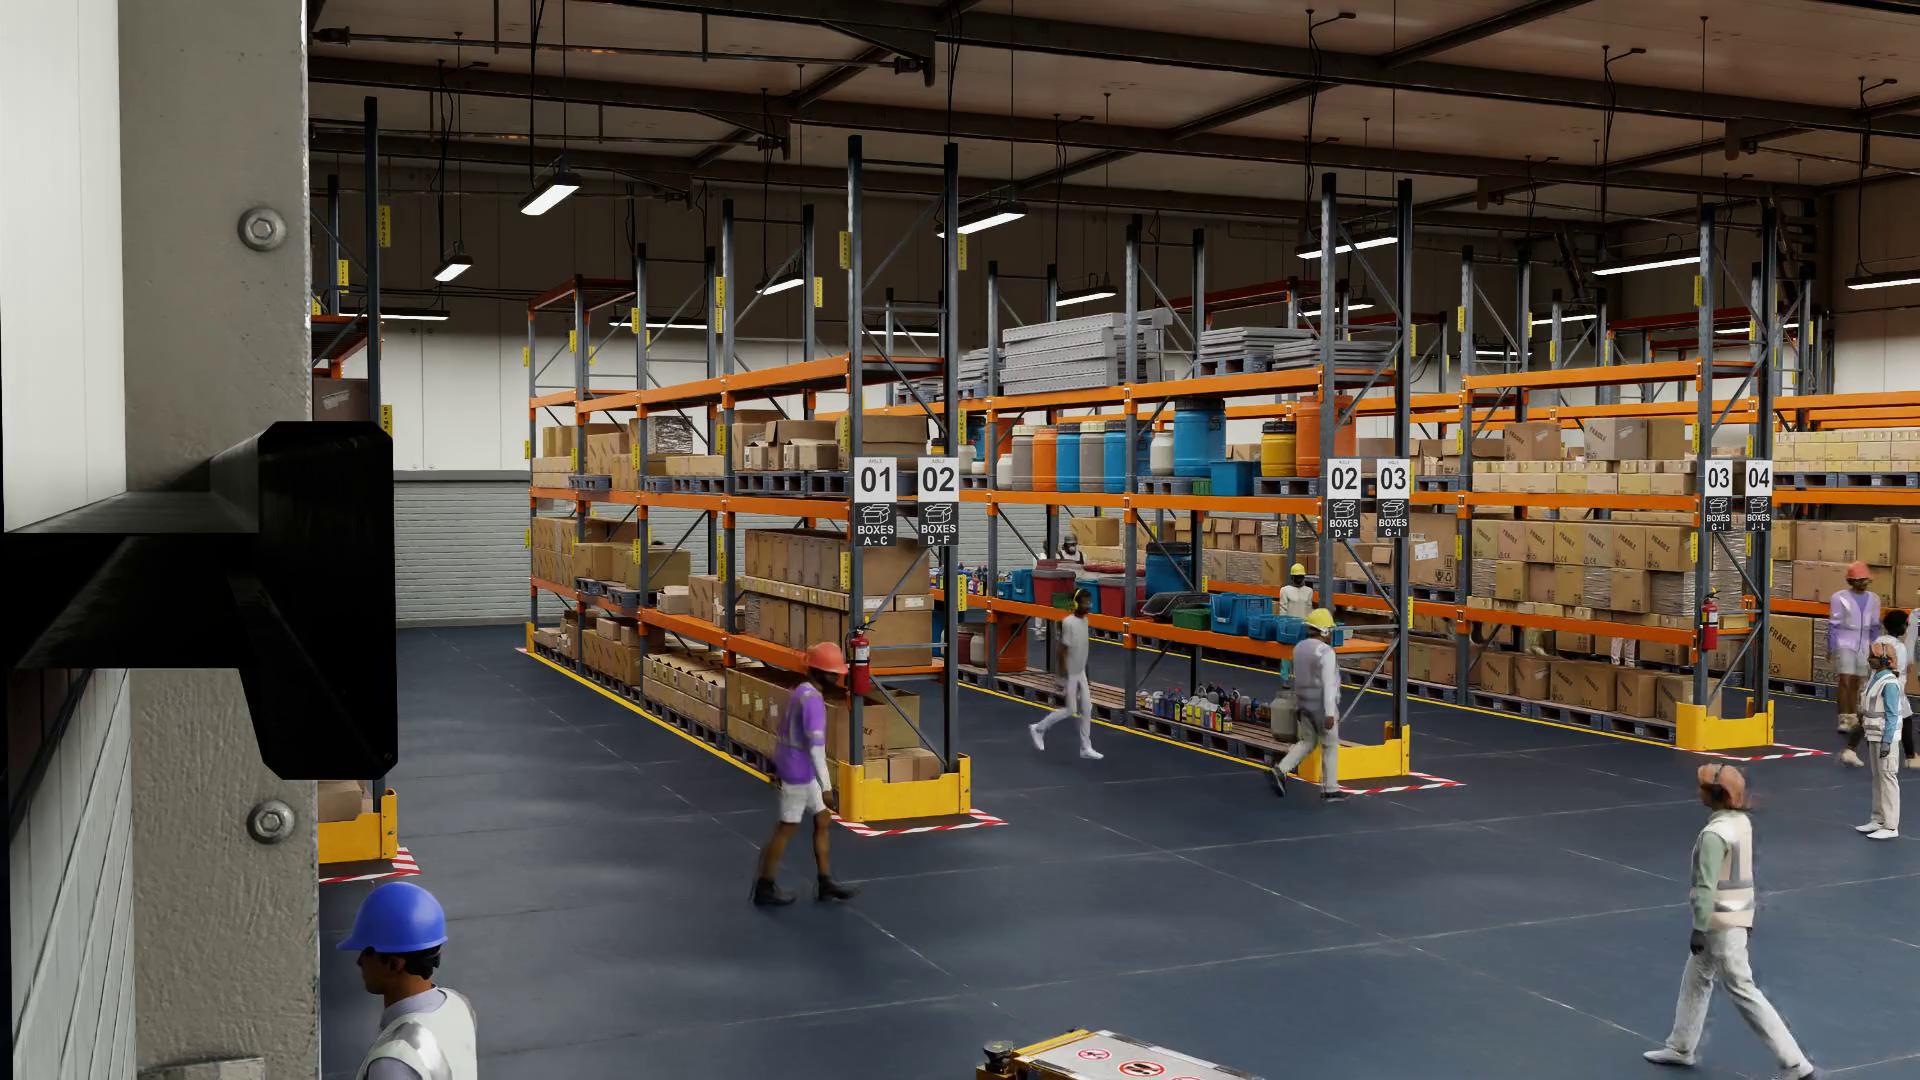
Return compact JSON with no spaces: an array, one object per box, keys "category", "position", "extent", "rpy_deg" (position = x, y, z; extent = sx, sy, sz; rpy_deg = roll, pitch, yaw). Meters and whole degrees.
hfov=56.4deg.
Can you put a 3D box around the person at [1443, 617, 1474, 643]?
[{"category":"person","position":[7.777,1.054,27.858],"extent":[0.586,1.908,0.625],"rpy_deg":[-1,2,-23]}]

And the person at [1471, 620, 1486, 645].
[{"category":"person","position":[8.423,1.018,28.884],"extent":[0.573,1.888,0.961],"rpy_deg":[-1,2,-13]}]

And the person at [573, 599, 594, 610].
[{"category":"person","position":[-7.074,0.879,33.869],"extent":[0.882,1.801,0.606],"rpy_deg":[-1,3,-33]}]

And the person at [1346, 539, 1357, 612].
[{"category":"person","position":[6.816,0.924,31.273],"extent":[0.600,1.906,0.992],"rpy_deg":[-1,2,-19]}]

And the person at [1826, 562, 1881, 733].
[{"category":"person","position":[10.483,1.262,20.988],"extent":[0.661,2.021,0.520],"rpy_deg":[0,2,-8]}]

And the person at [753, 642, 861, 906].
[{"category":"person","position":[-1.057,1.651,12.628],"extent":[0.866,1.868,0.563],"rpy_deg":[0,2,-6]}]

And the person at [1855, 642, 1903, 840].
[{"category":"person","position":[7.723,1.675,15.008],"extent":[0.309,1.641,0.514],"rpy_deg":[1,2,13]}]

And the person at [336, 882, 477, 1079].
[{"category":"person","position":[-1.511,1.909,4.932],"extent":[0.388,1.947,0.614],"rpy_deg":[0,2,-3]}]

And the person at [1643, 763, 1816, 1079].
[{"category":"person","position":[3.890,1.926,9.001],"extent":[0.825,1.608,0.526],"rpy_deg":[2,3,37]}]

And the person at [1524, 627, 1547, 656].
[{"category":"person","position":[8.382,1.263,26.115],"extent":[0.496,1.613,0.460],"rpy_deg":[-2,3,-41]}]

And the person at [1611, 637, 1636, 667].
[{"category":"person","position":[9.891,1.058,26.552],"extent":[0.622,1.991,0.389],"rpy_deg":[-1,2,-23]}]

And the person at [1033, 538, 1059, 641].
[{"category":"person","position":[1.584,0.891,32.485],"extent":[0.581,1.879,0.361],"rpy_deg":[-1,2,-24]}]

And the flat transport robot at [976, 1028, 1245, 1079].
[{"category":"flat transport robot","position":[0.803,2.616,8.603],"extent":[0.652,0.197,1.431],"rpy_deg":[-2,3,-43]}]

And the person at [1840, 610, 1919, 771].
[{"category":"person","position":[9.519,1.538,18.456],"extent":[0.862,1.653,0.533],"rpy_deg":[0,2,-4]}]

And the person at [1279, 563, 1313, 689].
[{"category":"person","position":[4.770,1.215,25.376],"extent":[0.523,1.769,0.321],"rpy_deg":[-1,2,-16]}]

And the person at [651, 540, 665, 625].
[{"category":"person","position":[-5.136,0.958,30.166],"extent":[0.613,1.929,0.968],"rpy_deg":[-1,3,-32]}]

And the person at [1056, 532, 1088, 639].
[{"category":"person","position":[1.944,0.886,30.979],"extent":[0.713,2.000,0.838],"rpy_deg":[-1,2,-14]}]

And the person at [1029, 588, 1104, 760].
[{"category":"person","position":[1.168,1.420,19.249],"extent":[0.733,1.838,0.571],"rpy_deg":[1,3,32]}]

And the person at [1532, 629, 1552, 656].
[{"category":"person","position":[8.653,1.025,26.908],"extent":[0.605,2.033,0.391],"rpy_deg":[0,2,-4]}]

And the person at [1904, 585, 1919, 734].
[{"category":"person","position":[11.275,1.368,20.788],"extent":[0.617,1.810,0.446],"rpy_deg":[0,2,-7]}]

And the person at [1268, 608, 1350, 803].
[{"category":"person","position":[3.251,1.534,16.624],"extent":[0.721,1.814,0.600],"rpy_deg":[-1,2,-23]}]
